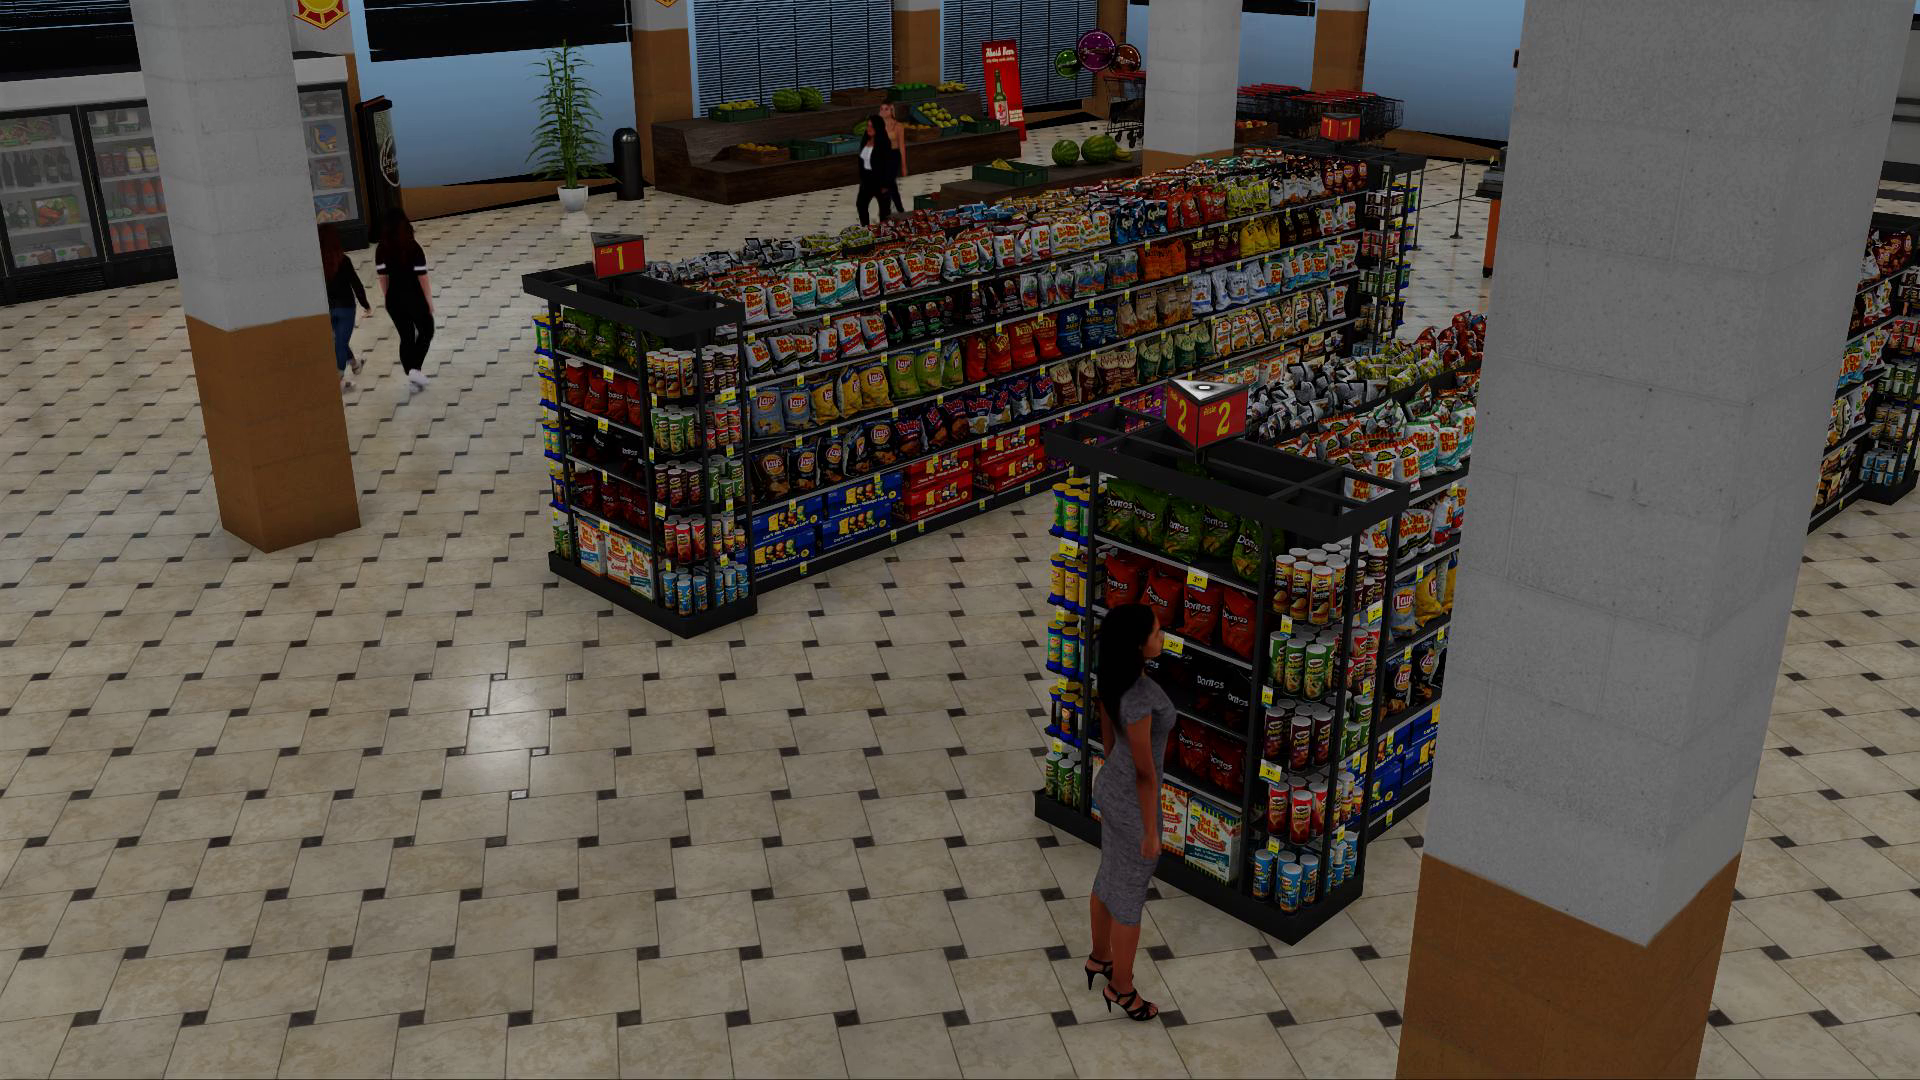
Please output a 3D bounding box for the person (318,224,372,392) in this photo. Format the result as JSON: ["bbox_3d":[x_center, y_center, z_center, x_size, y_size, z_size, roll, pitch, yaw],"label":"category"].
[{"bbox_3d":[-5.527,-2.023,14.702,0.881,1.442,1.031,5,22,12],"label":"person"}]

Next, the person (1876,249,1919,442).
[{"bbox_3d":[7.572,-1.545,13.315,0.779,1.589,0.699,4,22,11],"label":"person"}]

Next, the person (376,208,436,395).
[{"bbox_3d":[-4.869,-2.062,14.563,0.757,1.617,0.799,3,22,7],"label":"person"}]

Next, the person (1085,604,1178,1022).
[{"bbox_3d":[0.653,1.069,6.550,0.673,1.781,0.661,-6,23,-13],"label":"person"}]

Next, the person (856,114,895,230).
[{"bbox_3d":[-0.967,-4.437,20.501,0.728,1.597,0.782,16,27,34],"label":"person"}]

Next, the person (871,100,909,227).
[{"bbox_3d":[-0.879,-4.867,21.586,0.834,1.585,1.187,11,24,26],"label":"person"}]
